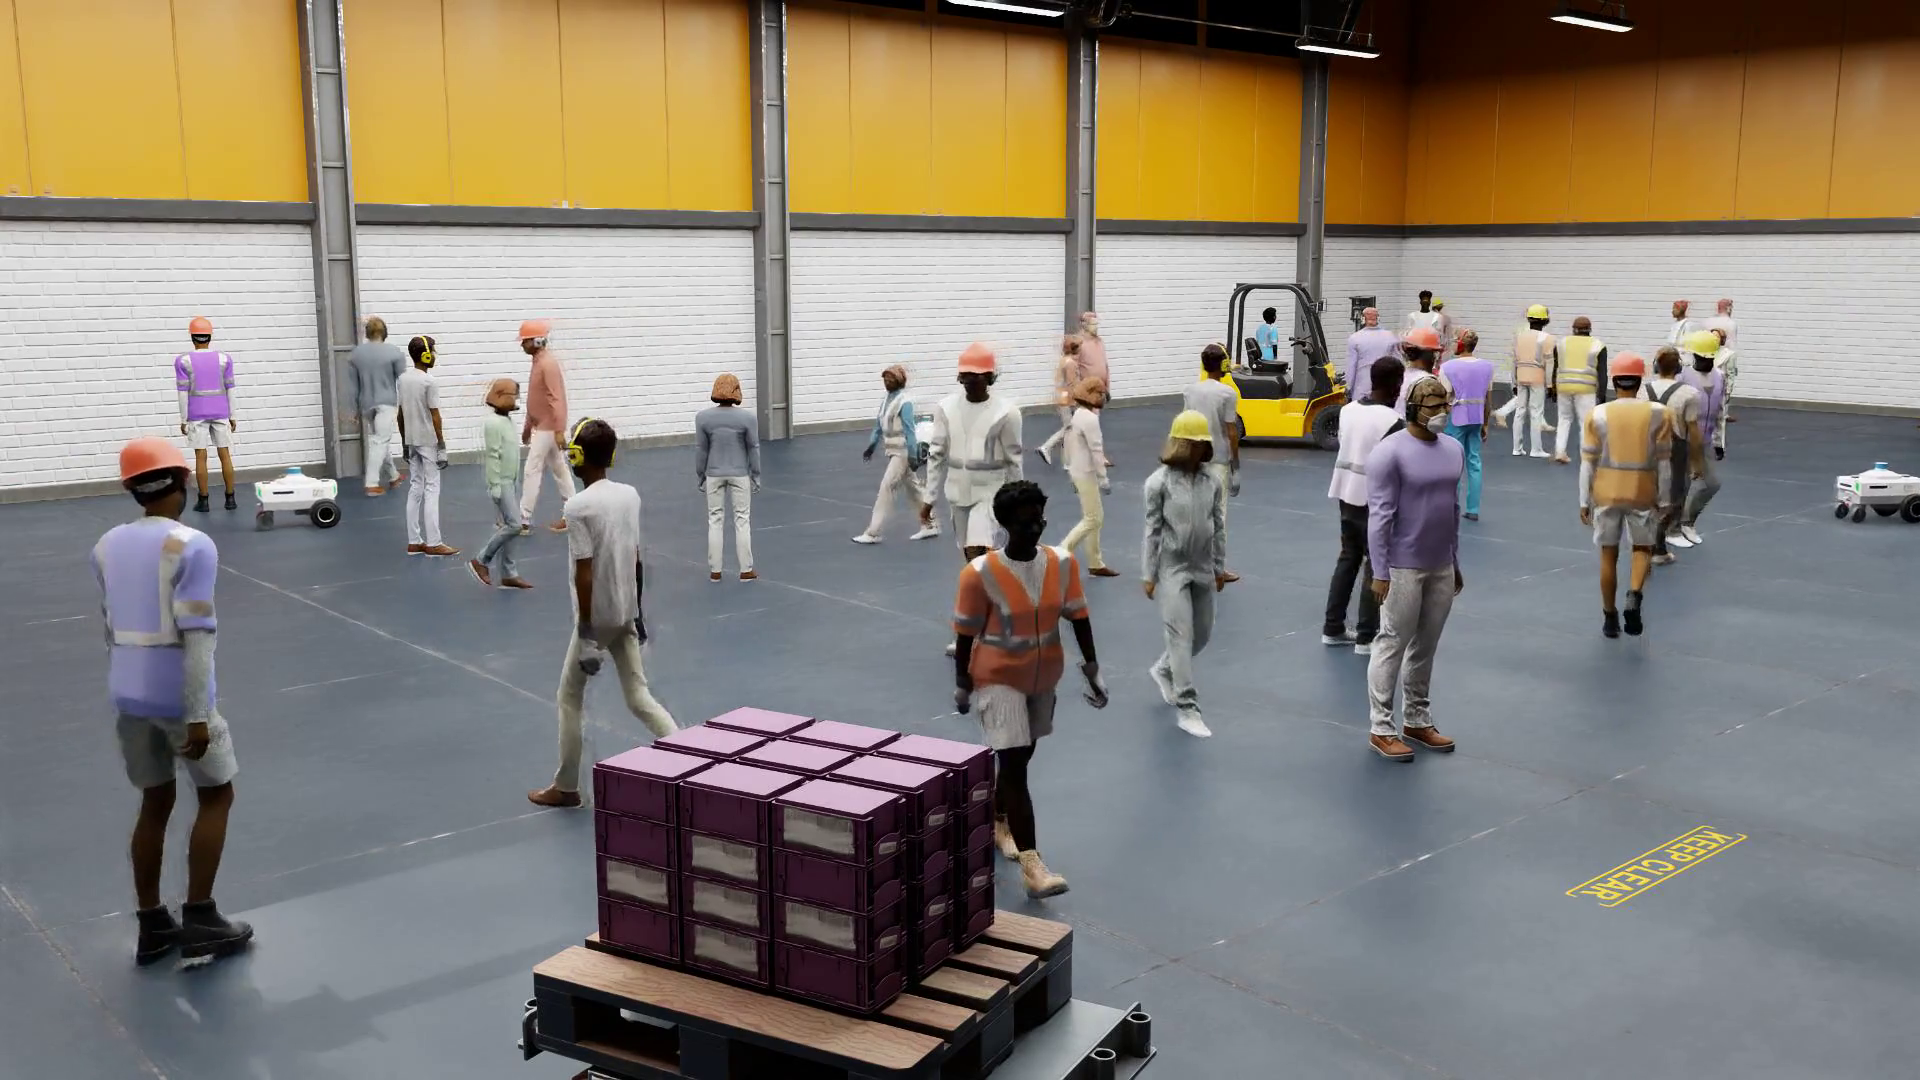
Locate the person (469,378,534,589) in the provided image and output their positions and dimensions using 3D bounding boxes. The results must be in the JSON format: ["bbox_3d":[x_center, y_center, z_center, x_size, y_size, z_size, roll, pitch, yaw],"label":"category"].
[{"bbox_3d":[-3.451,-0.415,12.572,0.395,1.618,0.527,1,10,4],"label":"person"}]

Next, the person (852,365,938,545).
[{"bbox_3d":[-0.549,-0.750,14.643,0.833,1.585,0.527,-3,10,-17],"label":"person"}]

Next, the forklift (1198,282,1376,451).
[{"bbox_3d":[4.328,-2.346,22.227,2.313,2.155,1.214,3,10,16],"label":"forklift"}]

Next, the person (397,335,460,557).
[{"bbox_3d":[-4.533,-0.792,14.080,0.534,1.868,0.310,6,12,33],"label":"person"}]

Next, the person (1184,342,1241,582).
[{"bbox_3d":[1.948,-0.595,12.943,0.573,1.865,0.330,8,13,41],"label":"person"}]

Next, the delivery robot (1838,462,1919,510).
[{"bbox_3d":[8.819,-0.502,15.951,0.707,0.478,0.477,-1,10,-5],"label":"delivery robot"}]

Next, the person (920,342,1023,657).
[{"bbox_3d":[0.122,-0.302,10.874,0.610,1.999,1.048,5,11,28],"label":"person"}]

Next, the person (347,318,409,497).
[{"bbox_3d":[-6.166,-1.419,17.731,0.650,1.887,1.040,2,10,14],"label":"person"}]

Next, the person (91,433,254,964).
[{"bbox_3d":[-2.888,0.567,6.047,0.563,1.890,0.543,3,10,18],"label":"person"}]

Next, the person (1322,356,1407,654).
[{"bbox_3d":[2.605,-0.214,10.600,0.435,1.900,0.624,-4,10,-22],"label":"person"}]

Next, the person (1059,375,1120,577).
[{"bbox_3d":[0.969,-0.476,12.969,0.585,1.615,0.515,-1,10,-4],"label":"person"}]

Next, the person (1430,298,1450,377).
[{"bbox_3d":[8.915,-3.689,31.443,0.532,1.735,0.796,-3,10,-17],"label":"person"}]

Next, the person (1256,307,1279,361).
[{"bbox_3d":[5.065,-2.976,27.370,0.317,1.695,0.540,-4,11,-23],"label":"person"}]

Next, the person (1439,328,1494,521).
[{"bbox_3d":[4.807,-1.089,15.873,0.569,1.847,0.377,-3,10,-17],"label":"person"}]

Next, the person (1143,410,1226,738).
[{"bbox_3d":[1.207,0.150,9.001,0.497,1.724,0.724,-5,11,-27],"label":"person"}]

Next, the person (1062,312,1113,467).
[{"bbox_3d":[1.560,-1.849,20.283,0.870,1.868,0.663,9,13,41],"label":"person"}]

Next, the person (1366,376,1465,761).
[{"bbox_3d":[2.315,0.138,8.427,0.635,1.938,0.359,-6,12,-33],"label":"person"}]

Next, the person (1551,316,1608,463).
[{"bbox_3d":[7.437,-1.778,20.032,0.678,1.814,0.469,6,11,31],"label":"person"}]

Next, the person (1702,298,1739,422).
[{"bbox_3d":[11.622,-2.742,25.433,0.442,1.914,0.672,-3,10,-17],"label":"person"}]

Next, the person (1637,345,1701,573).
[{"bbox_3d":[5.635,-0.648,13.371,0.818,1.824,0.516,-8,13,-41],"label":"person"}]

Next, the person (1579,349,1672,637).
[{"bbox_3d":[4.379,-0.288,10.963,0.580,1.924,0.487,3,10,19],"label":"person"}]

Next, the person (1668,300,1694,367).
[{"bbox_3d":[11.364,-2.840,26.120,0.822,1.862,0.584,0,10,2],"label":"person"}]

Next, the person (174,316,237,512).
[{"bbox_3d":[-7.479,-1.244,16.525,0.544,1.939,0.354,-7,12,-35],"label":"person"}]

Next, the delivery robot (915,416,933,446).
[{"bbox_3d":[-0.407,-1.284,20.530,0.707,0.478,0.477,-8,12,-38],"label":"delivery robot"}]

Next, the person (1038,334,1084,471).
[{"bbox_3d":[1.215,-1.603,19.531,0.485,1.623,0.540,-1,10,-4],"label":"person"}]

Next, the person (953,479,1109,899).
[{"bbox_3d":[0.280,0.580,6.673,0.546,1.646,0.884,-5,11,-29],"label":"person"}]

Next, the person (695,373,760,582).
[{"bbox_3d":[-1.803,-0.482,12.952,0.508,1.632,0.270,0,10,3],"label":"person"}]

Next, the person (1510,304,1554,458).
[{"bbox_3d":[7.215,-1.999,20.973,0.363,1.928,0.587,-8,13,-39],"label":"person"}]

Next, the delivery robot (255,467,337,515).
[{"bbox_3d":[-6.210,-0.439,15.556,0.707,0.478,0.477,-4,10,-25],"label":"delivery robot"}]

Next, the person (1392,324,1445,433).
[{"bbox_3d":[3.369,-0.601,12.495,0.565,2.026,0.618,-4,10,-20],"label":"person"}]

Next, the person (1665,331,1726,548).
[{"bbox_3d":[6.381,-0.864,14.429,0.652,1.888,0.465,-4,10,-22],"label":"person"}]

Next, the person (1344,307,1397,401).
[{"bbox_3d":[5.066,-1.926,20.627,0.639,1.903,0.409,-2,10,-10],"label":"person"}]

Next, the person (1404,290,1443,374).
[{"bbox_3d":[7.741,-3.188,27.823,0.607,1.966,0.367,4,10,22],"label":"person"}]

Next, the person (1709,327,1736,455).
[{"bbox_3d":[9.471,-1.850,20.928,0.307,1.645,0.518,-8,12,-38],"label":"person"}]

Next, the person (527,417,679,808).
[{"bbox_3d":[-1.539,0.365,7.469,0.944,1.827,0.513,5,11,27],"label":"person"}]

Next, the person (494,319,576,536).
[{"bbox_3d":[-3.898,-1.020,15.134,0.917,1.953,0.660,-4,10,-21],"label":"person"}]

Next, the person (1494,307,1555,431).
[{"bbox_3d":[8.236,-2.479,24.141,0.801,1.819,0.638,3,10,18],"label":"person"}]

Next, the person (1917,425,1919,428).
[{"bbox_3d":[14.402,-2.585,24.486,0.643,1.903,0.399,-8,12,-38],"label":"person"}]
